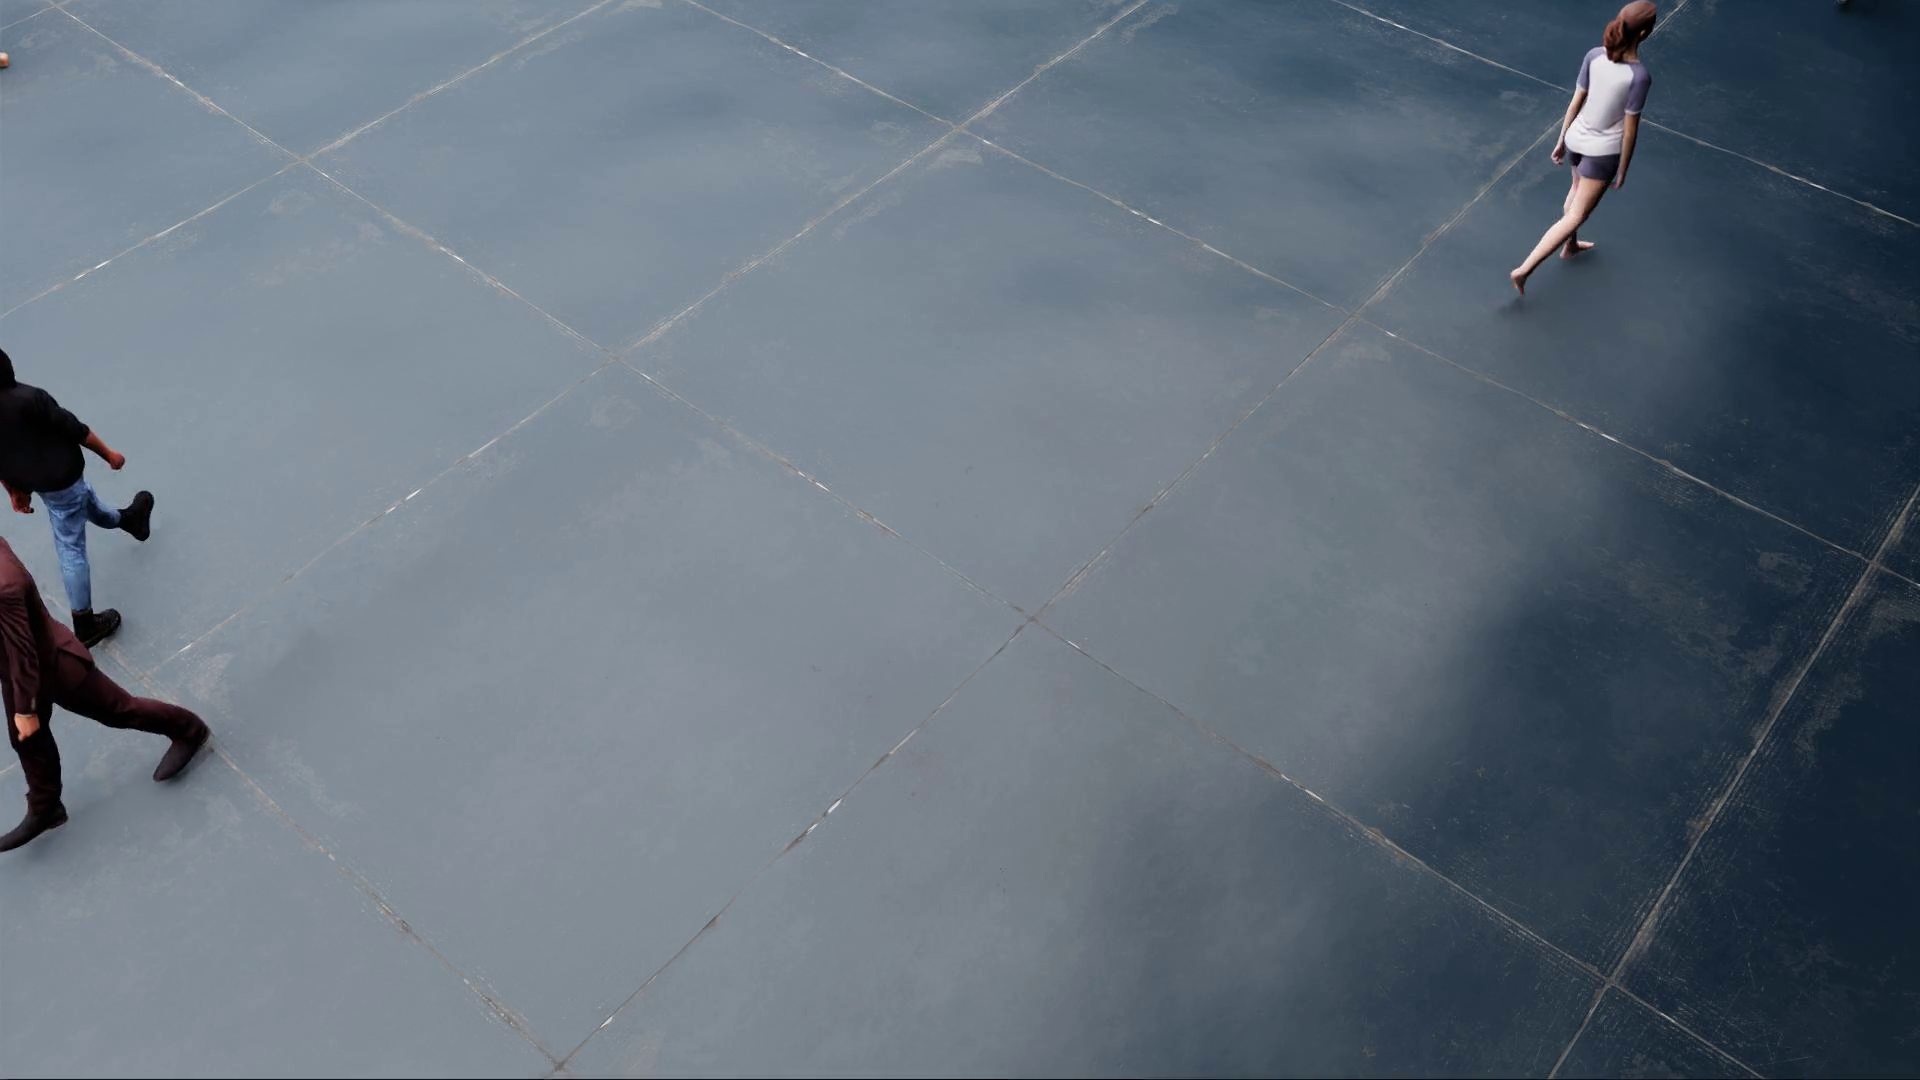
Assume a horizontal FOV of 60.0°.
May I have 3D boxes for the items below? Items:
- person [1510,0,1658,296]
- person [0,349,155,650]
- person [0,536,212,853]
[{"bbox_3d":[3.453,-2.137,9.240,1.133,1.736,0.753,-27,53,-23],"label":"person"},{"bbox_3d":[-4.127,-0.185,7.488,1.000,1.658,1.220,6,48,6],"label":"person"},{"bbox_3d":[-3.655,0.458,6.785,0.676,1.817,1.175,32,55,26],"label":"person"}]
